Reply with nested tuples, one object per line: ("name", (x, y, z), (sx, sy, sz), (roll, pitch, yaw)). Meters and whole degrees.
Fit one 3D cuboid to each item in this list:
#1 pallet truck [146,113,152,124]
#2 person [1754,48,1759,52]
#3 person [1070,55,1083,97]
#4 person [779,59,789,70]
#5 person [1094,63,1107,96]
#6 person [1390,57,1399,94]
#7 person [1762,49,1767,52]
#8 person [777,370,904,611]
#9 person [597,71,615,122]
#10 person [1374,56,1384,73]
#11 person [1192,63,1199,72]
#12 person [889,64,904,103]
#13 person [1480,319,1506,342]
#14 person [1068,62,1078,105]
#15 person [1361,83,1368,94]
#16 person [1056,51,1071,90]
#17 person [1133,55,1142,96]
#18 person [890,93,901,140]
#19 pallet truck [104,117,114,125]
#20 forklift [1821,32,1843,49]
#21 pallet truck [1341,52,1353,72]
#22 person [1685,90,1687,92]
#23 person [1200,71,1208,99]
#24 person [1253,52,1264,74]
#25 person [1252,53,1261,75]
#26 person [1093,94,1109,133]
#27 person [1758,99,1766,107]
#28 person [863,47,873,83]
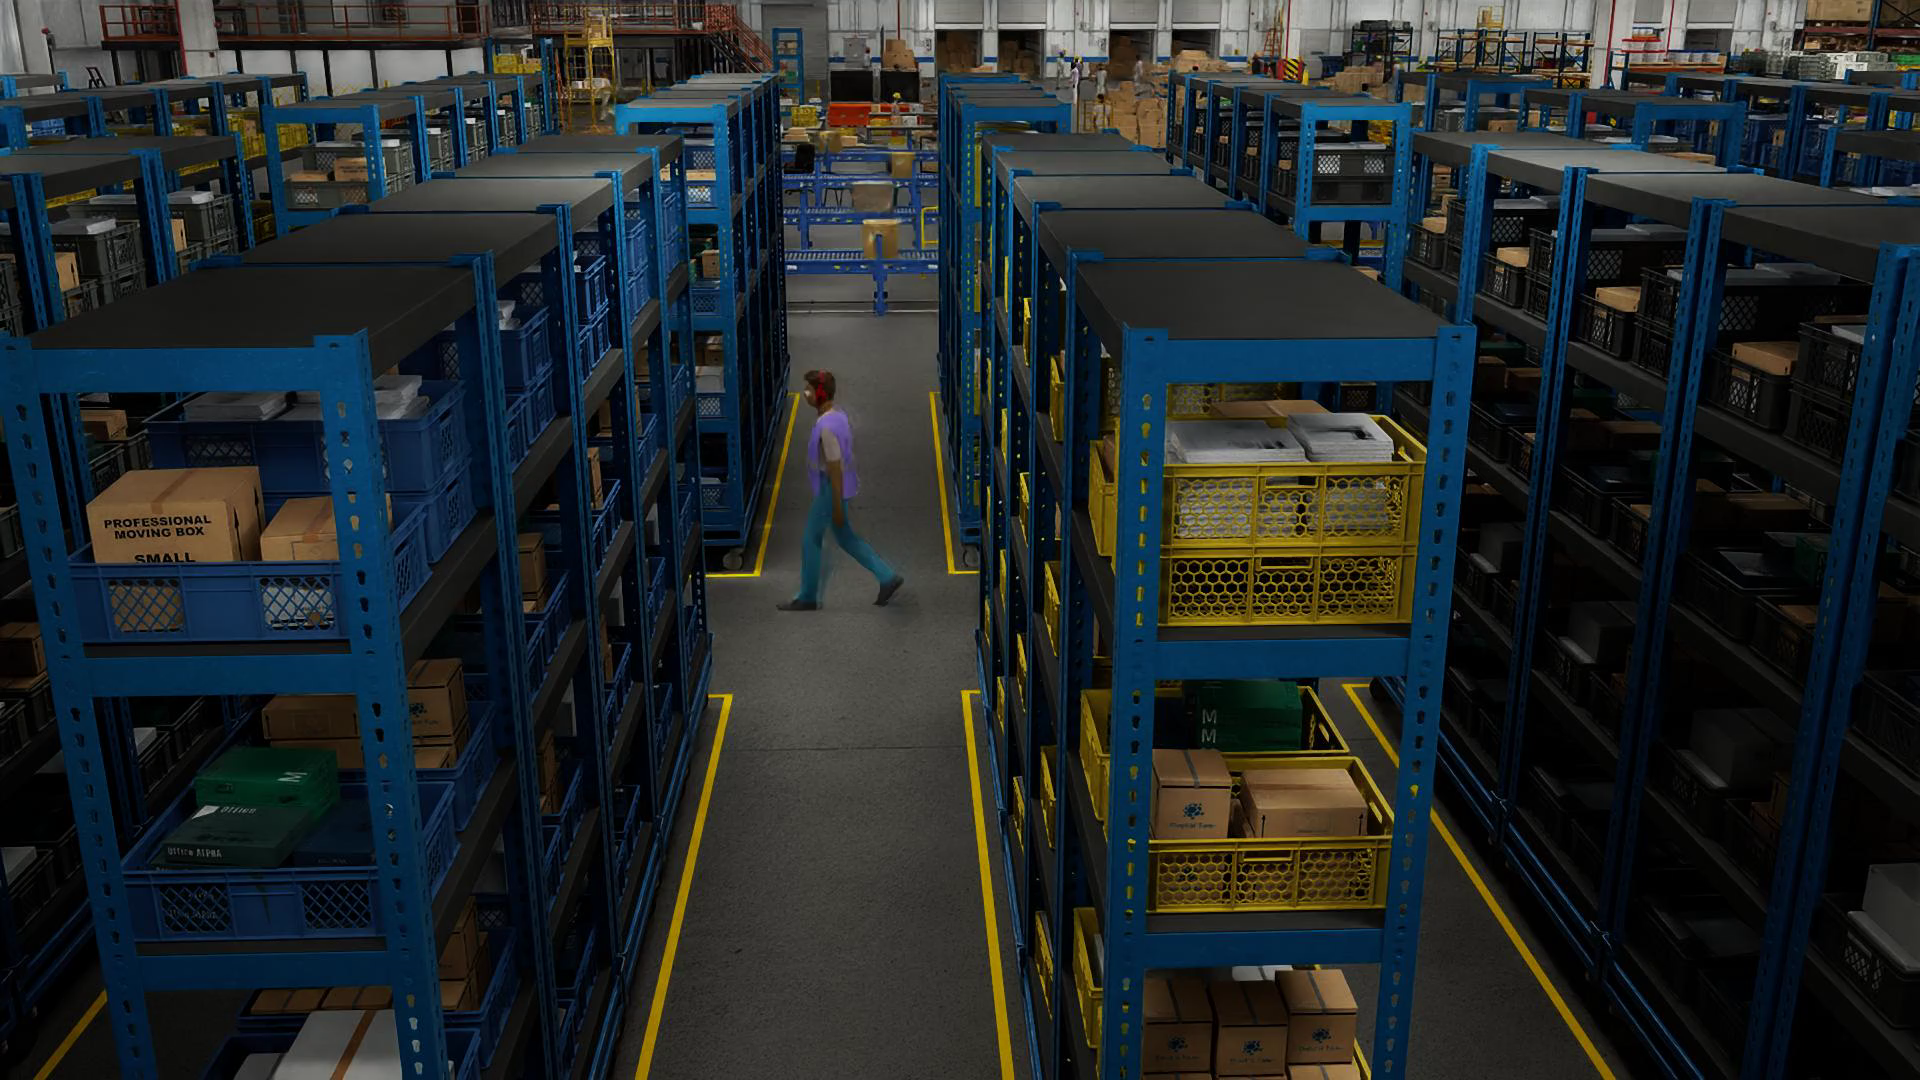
("pallet truck", (-18.087, -8.309, 36.390), (1.885, 1.965, 0.823), (-1, 18, -4))
("person", (43.500, -25.950, 91.081), (0.543, 1.935, 0.366), (1, 18, 4))
("person", (5.489, -21.844, 78.387), (0.588, 1.927, 0.365), (3, 18, 9))
("person", (-9.590, -25.627, 90.006), (0.551, 1.976, 0.657), (-16, 24, -40))
("person", (5.955, -19.286, 70.582), (0.506, 1.859, 0.394), (10, 21, 29))
("person", (21.385, -22.824, 81.720), (0.400, 1.735, 0.496), (15, 23, 38))
("person", (43.399, -25.586, 90.014), (0.372, 1.906, 0.692), (-3, 18, -10))
("person", (-0.871, -0.348, 12.064), (0.886, 1.813, 0.576), (0, 18, 0))
("person", (-13.204, -16.534, 62.069), (0.816, 1.863, 0.585), (3, 18, 9))
("person", (21.343, -23.809, 84.795), (0.550, 1.712, 0.920), (-2, 18, -7))
("person", (9.269, -17.784, 65.663), (0.604, 2.034, 0.417), (6, 19, 17))
("person", (-2.729, -19.234, 70.524), (0.646, 1.793, 0.926), (13, 22, 34))
("person", (4.371, -1.052, 13.963), (0.664, 1.968, 0.726), (-3, 18, -8))
("person", (4.930, -19.856, 72.372), (0.429, 1.845, 0.622), (-1, 18, -5))
("person", (14.041, -14.942, 57.439), (0.751, 1.673, 0.530), (1, 18, 3))
("person", (5.271, -24.060, 85.268), (0.936, 1.905, 0.645), (17, 24, 42))
("person", (8.480, -22.226, 79.576), (0.439, 1.924, 0.634), (1, 18, 3))
("person", (-1.891, -12.348, 49.270), (0.337, 1.761, 0.526), (-6, 19, -17))
("pallet truck", (-18.367, -7.885, 35.078), (1.885, 1.965, 0.823), (1, 18, 2))
("forklift", (46.003, -25.465, 88.065), (1.129, 2.768, 1.873), (-1, 18, -2))
("pallet truck", (18.794, -23.123, 82.231), (0.823, 1.965, 1.885), (-13, 22, -35))
("person", (32.550, -20.581, 74.643), (0.553, 1.824, 0.525), (5, 19, 16))
("person", (8.433, -15.196, 57.631), (0.672, 2.000, 0.536), (-1, 18, -4))
("person", (14.908, -23.395, 83.209), (0.589, 1.922, 0.389), (6, 19, 19))
("person", (14.312, -22.589, 80.613), (0.432, 1.982, 0.618), (-11, 21, -31))
("person", (4.035, -11.813, 47.529), (0.518, 1.825, 0.967), (-3, 18, -8))
("person", (21.908, -11.163, 45.579), (0.588, 1.782, 0.989), (1, 18, 4))
("person", (-5.129, -26.485, 92.752), (0.547, 1.924, 0.413), (13, 22, 35))
